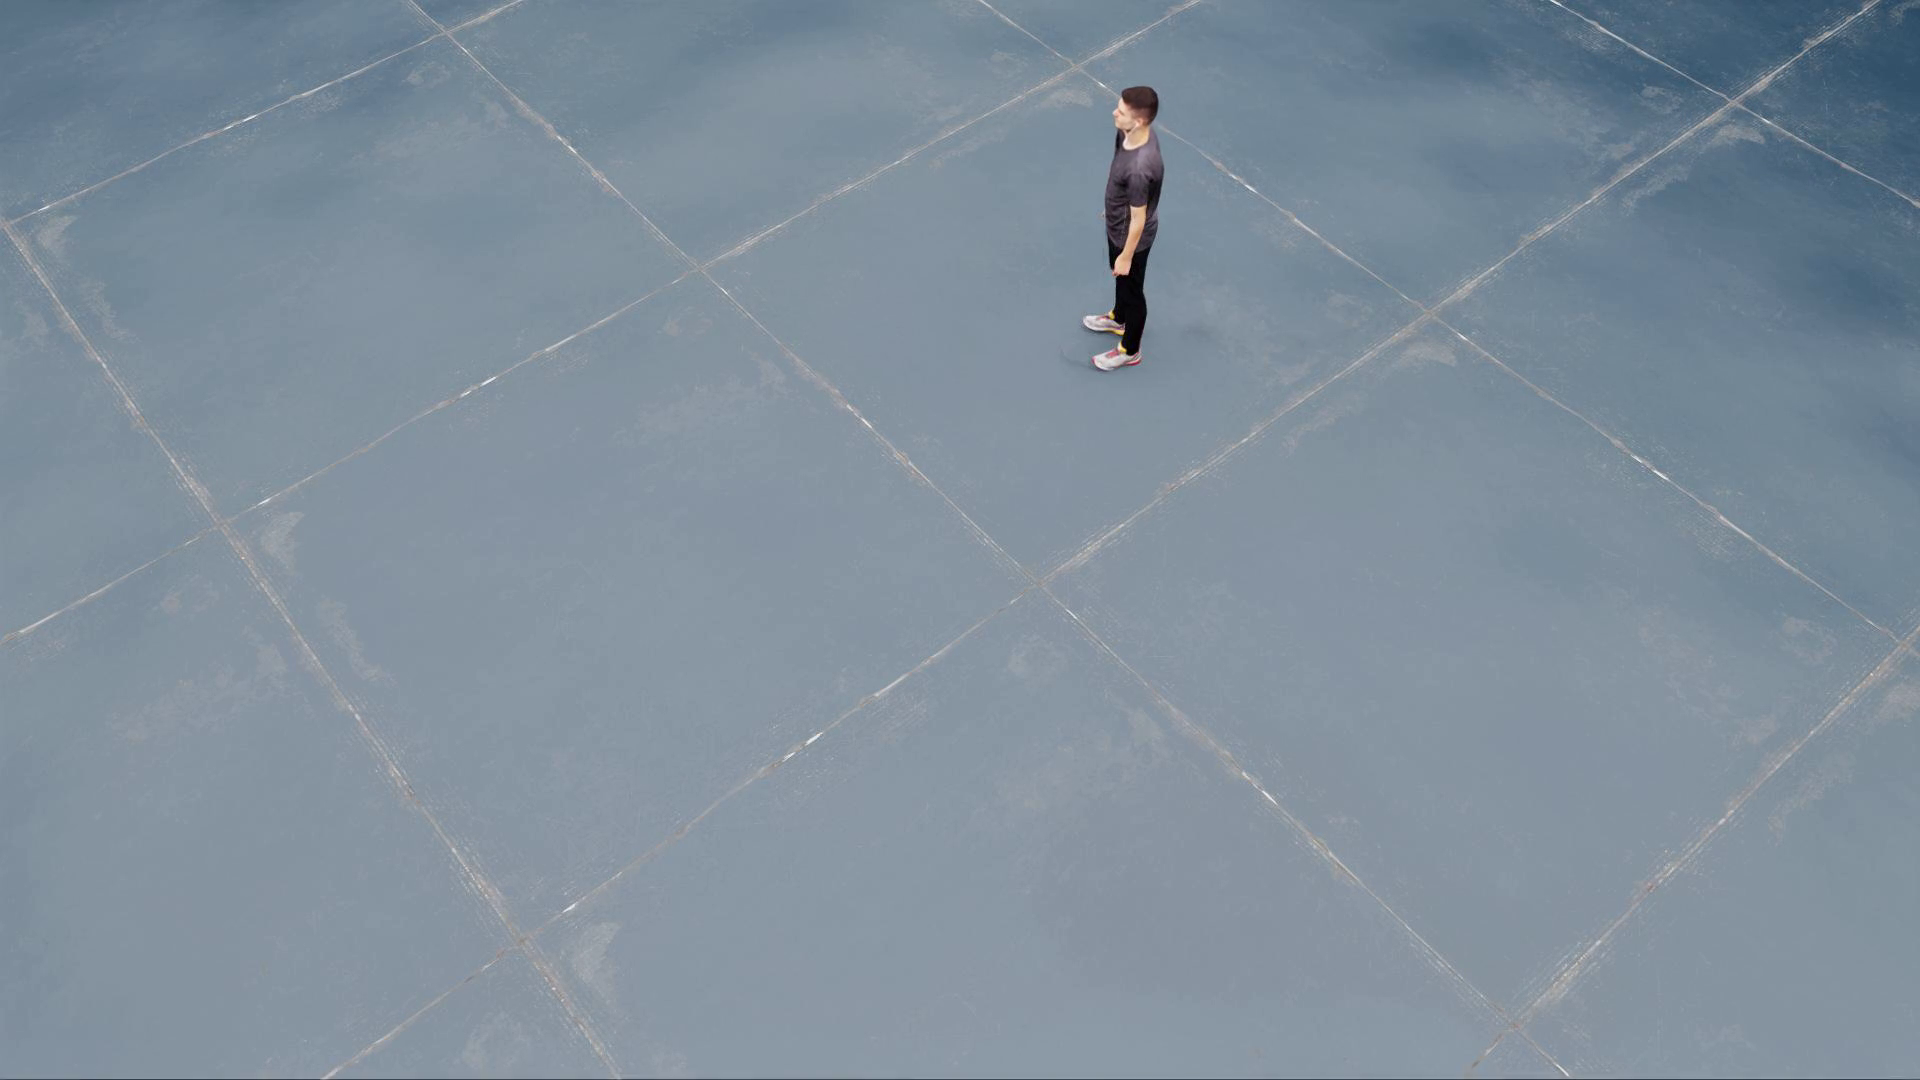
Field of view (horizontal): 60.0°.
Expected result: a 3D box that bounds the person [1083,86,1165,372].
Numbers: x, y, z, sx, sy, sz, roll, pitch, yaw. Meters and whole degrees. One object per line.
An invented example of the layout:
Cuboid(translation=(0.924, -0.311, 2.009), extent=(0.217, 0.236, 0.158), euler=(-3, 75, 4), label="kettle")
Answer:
Cuboid(translation=(0.882, -1.623, 8.684), extent=(0.729, 1.763, 0.715), euler=(-4, 52, -3), label="person")
